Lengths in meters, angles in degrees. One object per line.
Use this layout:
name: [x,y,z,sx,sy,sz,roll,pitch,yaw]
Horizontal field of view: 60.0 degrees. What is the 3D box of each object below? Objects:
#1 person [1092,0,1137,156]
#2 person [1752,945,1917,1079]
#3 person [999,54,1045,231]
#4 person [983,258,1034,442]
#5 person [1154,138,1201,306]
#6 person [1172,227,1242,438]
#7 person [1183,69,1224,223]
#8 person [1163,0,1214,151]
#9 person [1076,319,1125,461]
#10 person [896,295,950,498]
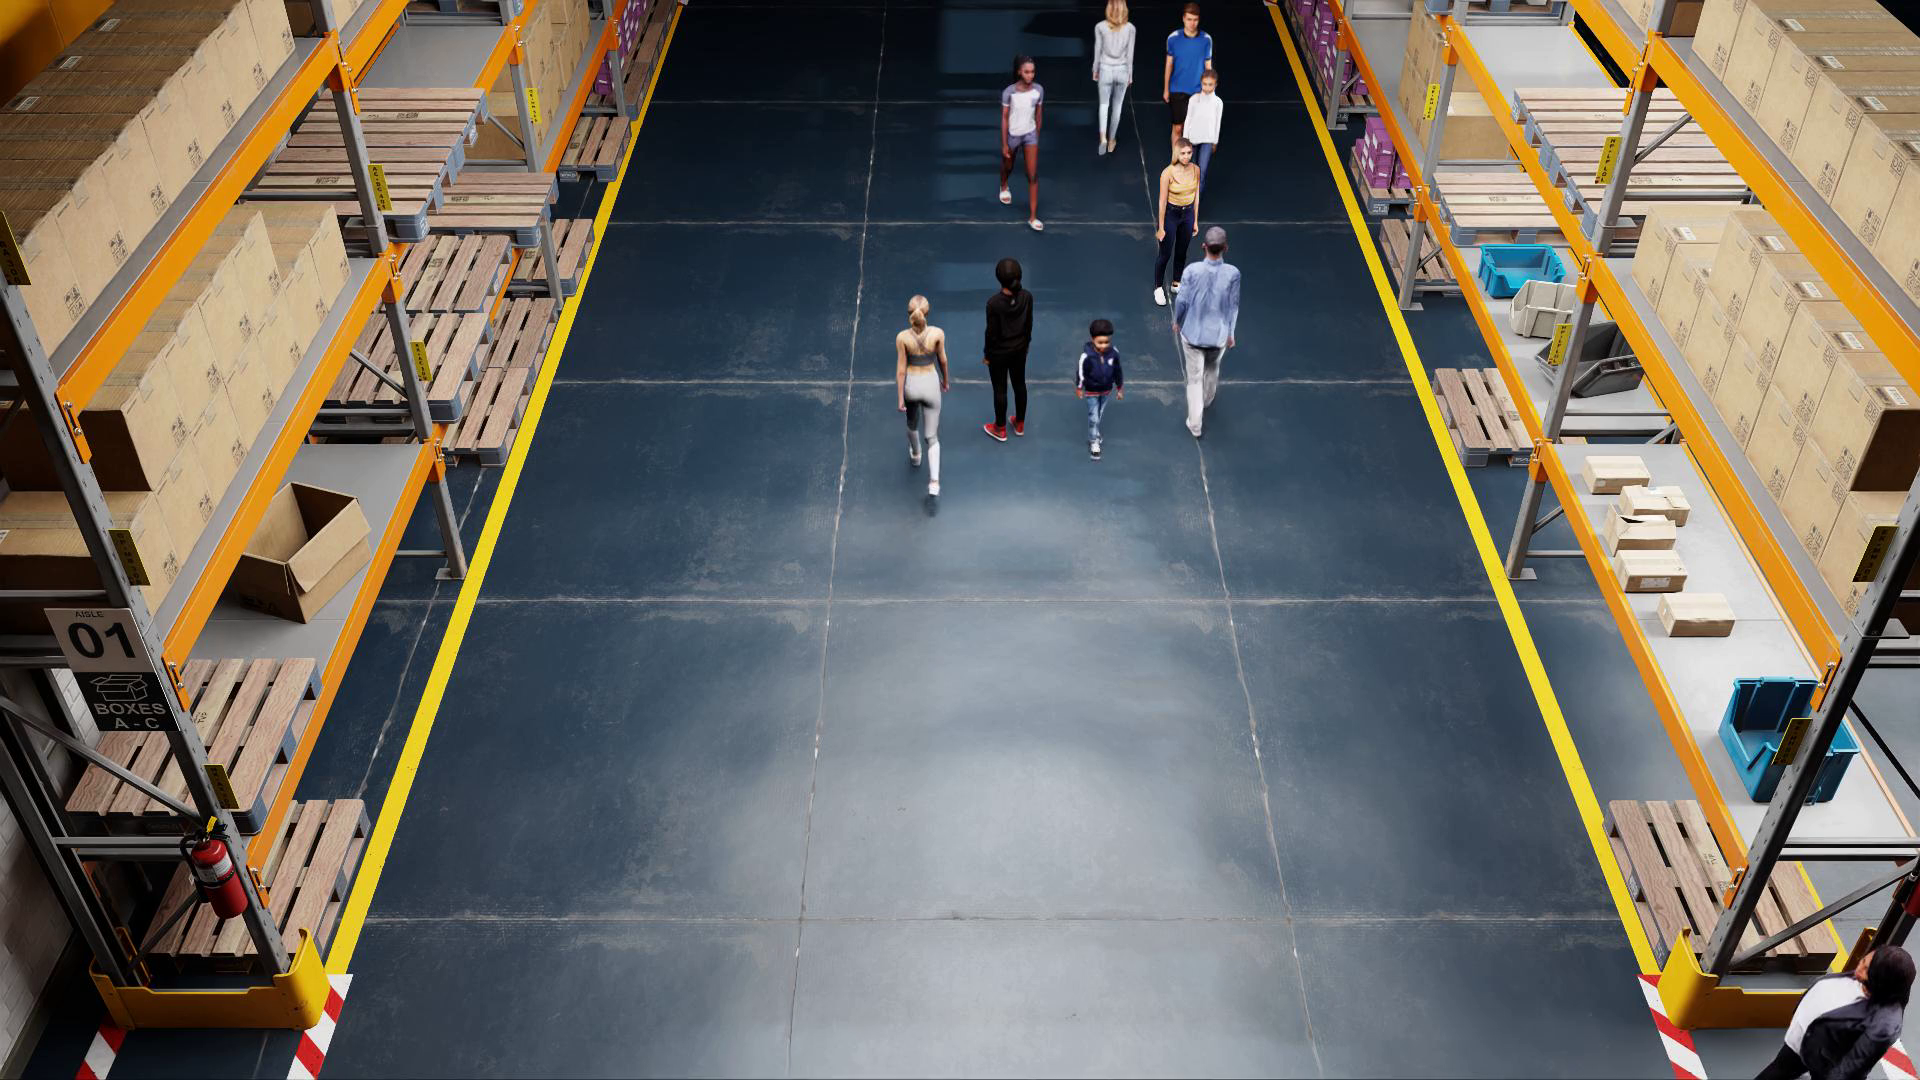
person: [1.641,-4.962,17.904,0.679,1.783,0.943,6,39,7]
person: [4.574,2.640,8.562,0.850,1.563,0.969,7,39,8]
person: [0.580,-4.086,16.887,0.787,1.684,1.222,-8,39,-10]
person: [0.397,-1.579,13.755,0.671,1.674,0.662,-18,42,-21]
person: [2.029,-2.998,15.569,0.641,1.629,0.625,-13,41,-16]
person: [2.028,-1.669,13.718,0.692,1.861,0.935,1,39,1]
person: [2.472,-4.105,17.046,0.747,1.516,1.146,11,40,13]
person: [2.424,-4.829,17.686,0.690,1.848,1.126,3,39,4]
person: [1.140,-1.320,13.807,0.626,1.206,0.756,-10,40,-12]
person: [-0.300,-1.106,13.171,0.645,1.664,1.130,-2,39,-3]
